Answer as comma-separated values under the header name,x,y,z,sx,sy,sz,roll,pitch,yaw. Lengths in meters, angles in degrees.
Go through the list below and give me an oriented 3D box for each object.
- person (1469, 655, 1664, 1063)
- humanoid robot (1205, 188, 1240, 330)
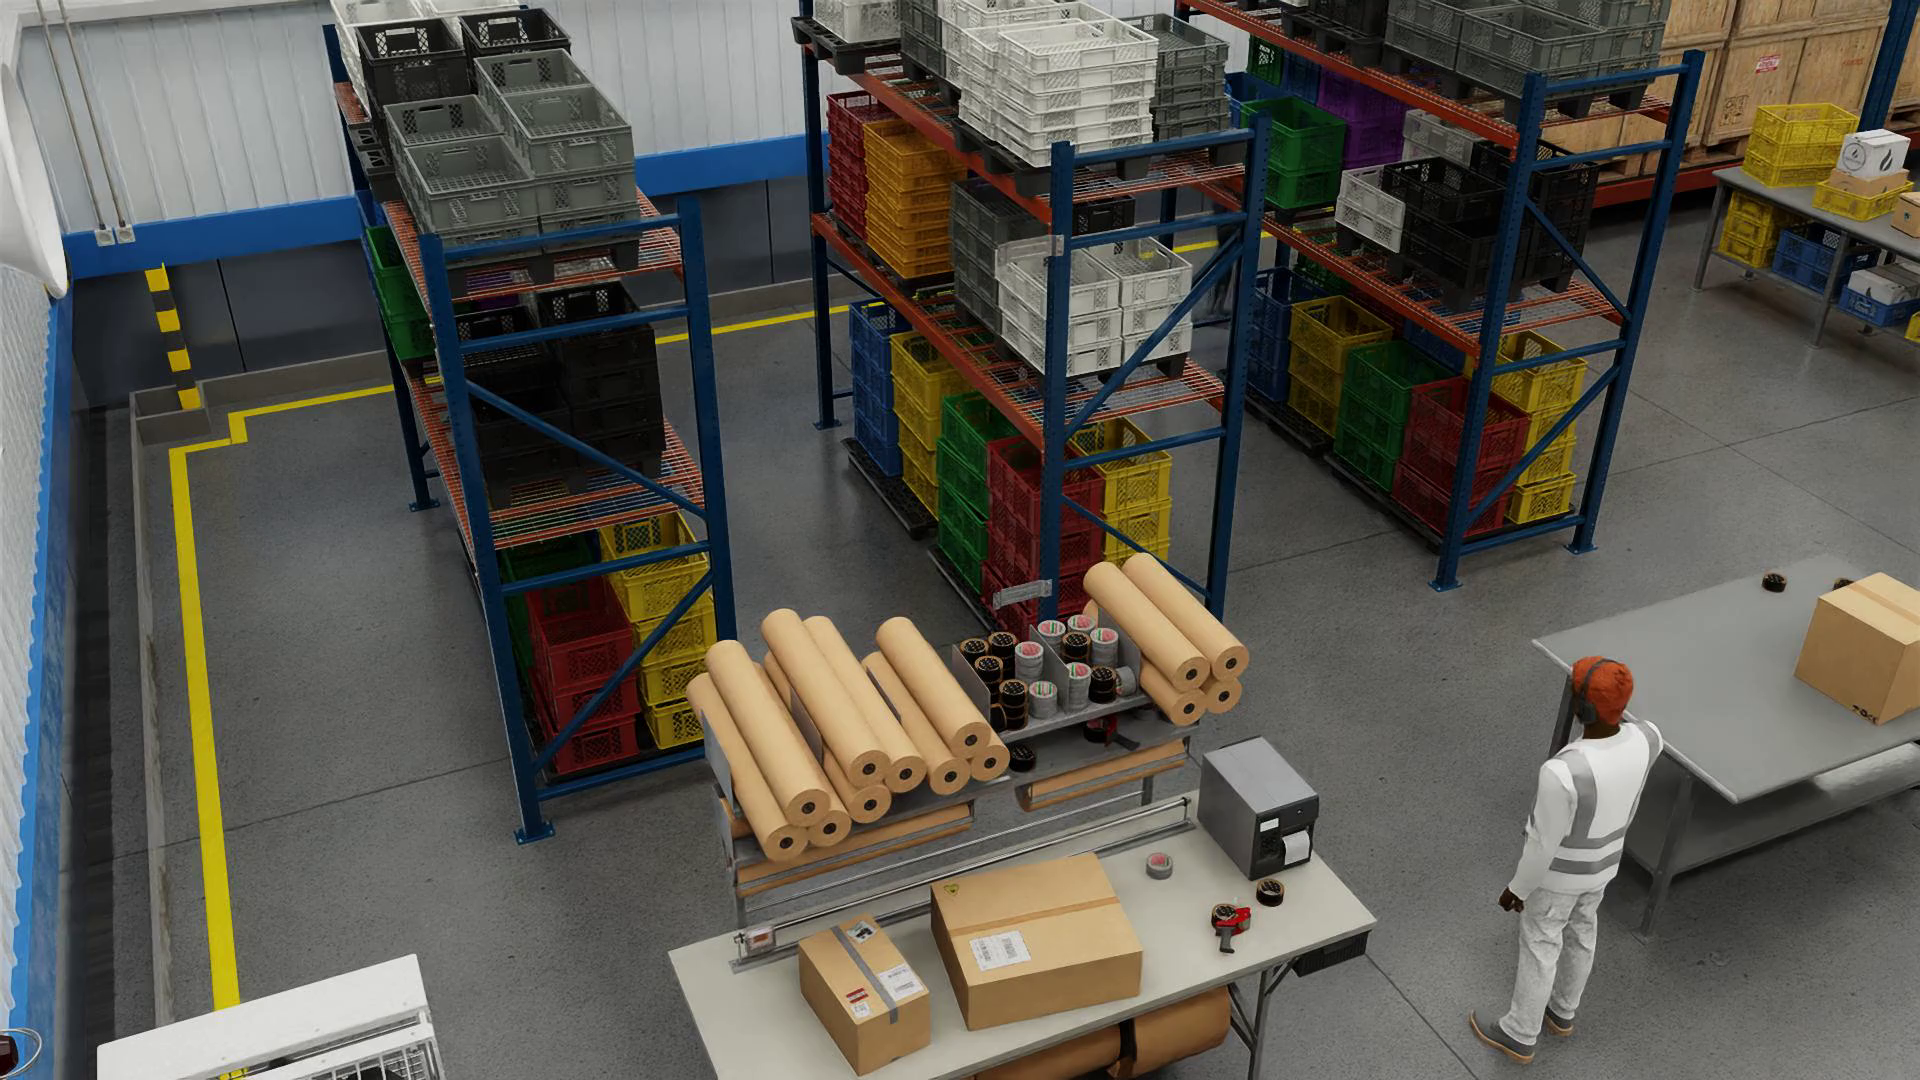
name,x,y,z,sx,sy,sz,roll,pitch,yaw
person,2.336,1.241,6.412,0.571,1.887,0.356,-18,36,-26
humanoid robot,2.038,-2.421,12.570,0.344,1.666,0.620,3,32,5
